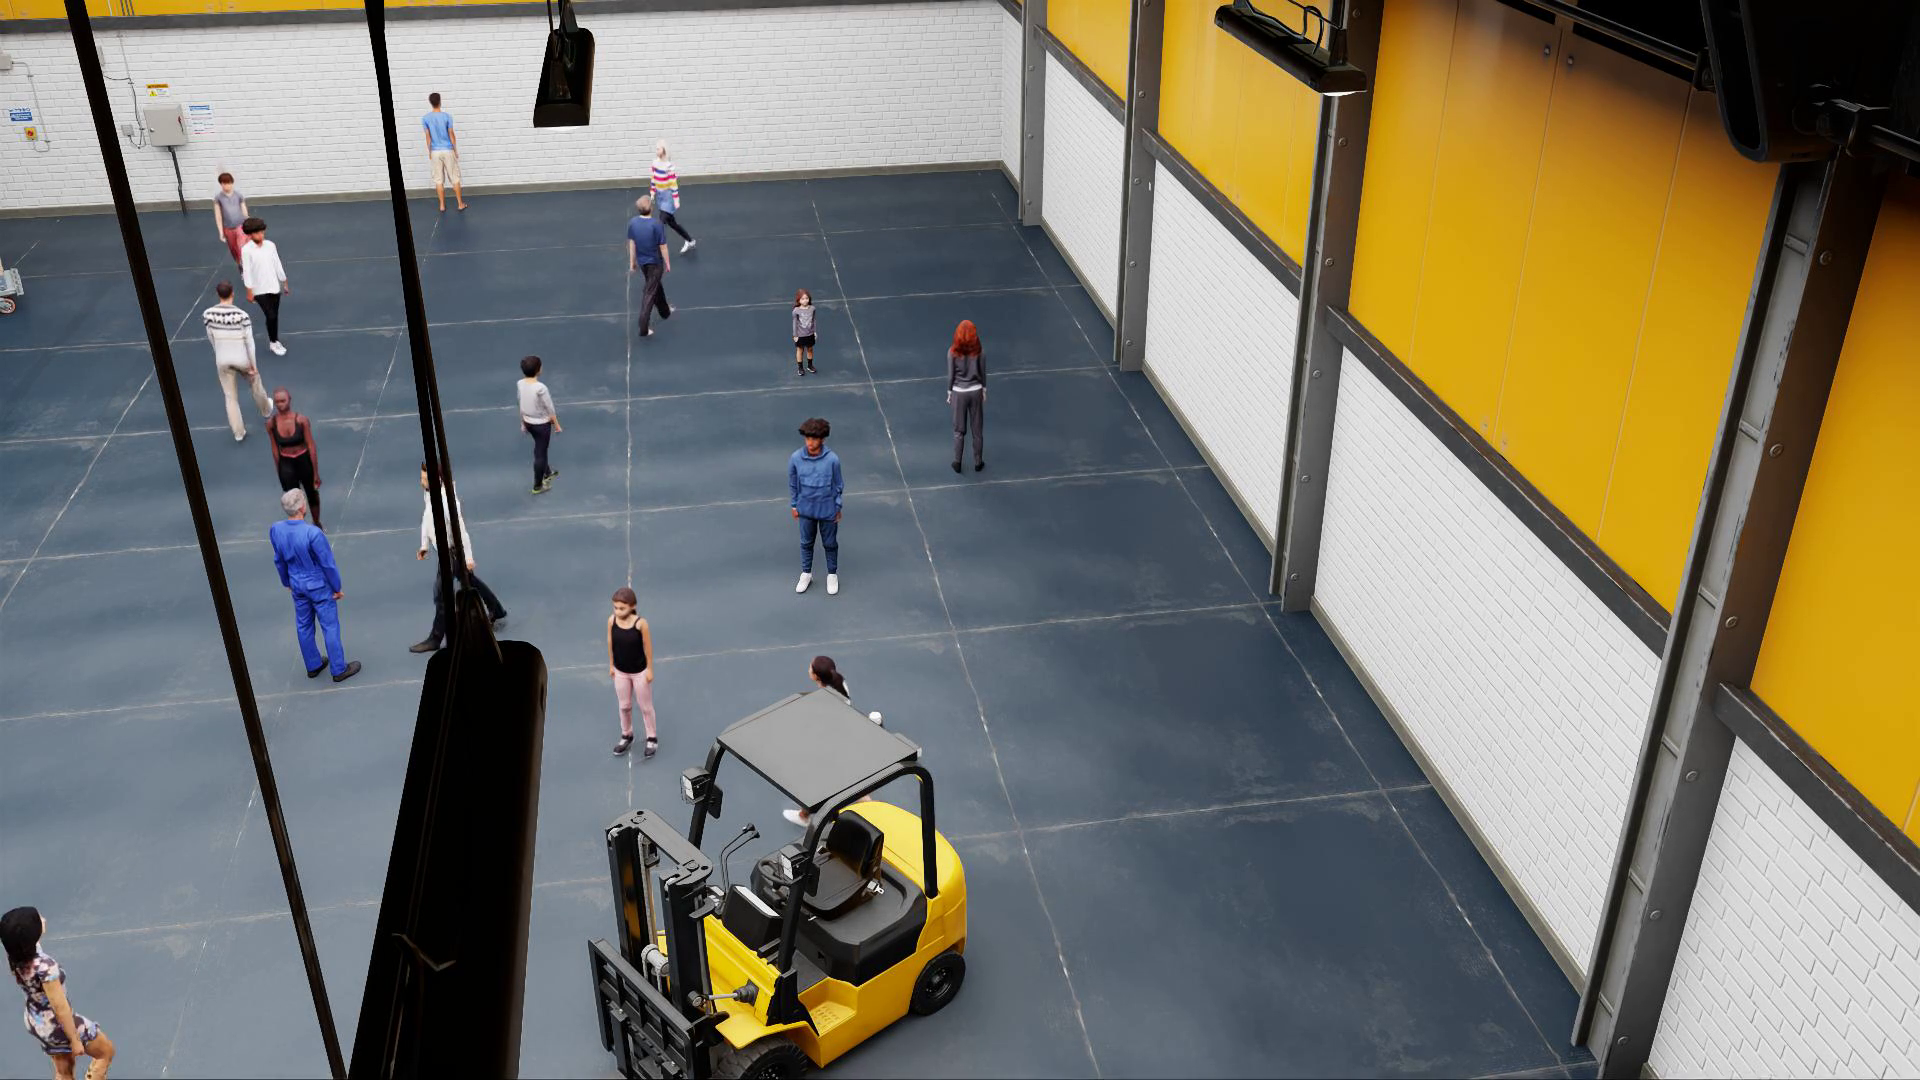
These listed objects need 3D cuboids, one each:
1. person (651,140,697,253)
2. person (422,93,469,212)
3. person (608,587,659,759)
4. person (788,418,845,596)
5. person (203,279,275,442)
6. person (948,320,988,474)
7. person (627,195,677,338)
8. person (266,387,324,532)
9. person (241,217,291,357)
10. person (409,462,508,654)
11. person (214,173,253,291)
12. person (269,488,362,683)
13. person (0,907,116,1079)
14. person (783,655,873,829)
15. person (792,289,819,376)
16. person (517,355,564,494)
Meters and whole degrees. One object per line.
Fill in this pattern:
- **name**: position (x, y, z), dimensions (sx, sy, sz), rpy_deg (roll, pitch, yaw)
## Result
- **person**: position (-4.254, -5.011, 24.517), dimensions (1.126, 1.766, 1.200), rpy_deg (-23, 36, -36)
- **person**: position (-8.274, -6.207, 26.608), dimensions (0.640, 1.864, 0.545), rpy_deg (-5, 29, -8)
- **person**: position (-2.679, 1.064, 13.593), dimensions (0.602, 1.563, 0.600), rpy_deg (5, 29, 9)
- **person**: position (-1.362, -0.338, 15.907), dimensions (0.733, 1.808, 0.656), rpy_deg (3, 29, 5)
- **person**: position (-8.292, -2.002, 18.948), dimensions (0.678, 1.819, 1.124), rpy_deg (-4, 29, -7)
- **person**: position (0.077, -1.575, 18.205), dimensions (0.593, 1.780, 0.531), rpy_deg (-2, 29, -4)
- **person**: position (-4.091, -3.544, 21.777), dimensions (1.106, 1.816, 1.310), rpy_deg (11, 31, 20)
- **person**: position (-6.644, -0.753, 16.754), dimensions (0.676, 1.726, 1.140), rpy_deg (-8, 30, -15)
- **person**: position (-8.938, -3.262, 21.280), dimensions (0.853, 1.796, 0.794), rpy_deg (19, 34, 31)
- **person**: position (-4.544, 0.096, 15.083), dimensions (1.117, 1.835, 1.247), rpy_deg (-20, 35, -32)
- **person**: position (-10.279, -4.403, 23.559), dimensions (0.694, 1.618, 1.181), rpy_deg (-9, 30, -17)
- **person**: position (-5.677, 0.396, 14.541), dimensions (0.788, 1.827, 0.738), rpy_deg (8, 30, 15)
- **person**: position (-5.486, 2.949, 9.969), dimensions (0.731, 1.725, 0.779), rpy_deg (16, 33, 27)
- **person**: position (-0.894, 1.624, 12.542), dimensions (1.169, 1.587, 1.156), rpy_deg (16, 32, 27)
- **person**: position (-1.941, -2.622, 20.828), dimensions (0.526, 1.106, 0.526), rpy_deg (-15, 32, -26)
- **person**: position (-4.578, -1.211, 17.792), dimensions (0.760, 1.536, 0.827), rpy_deg (17, 33, 28)
